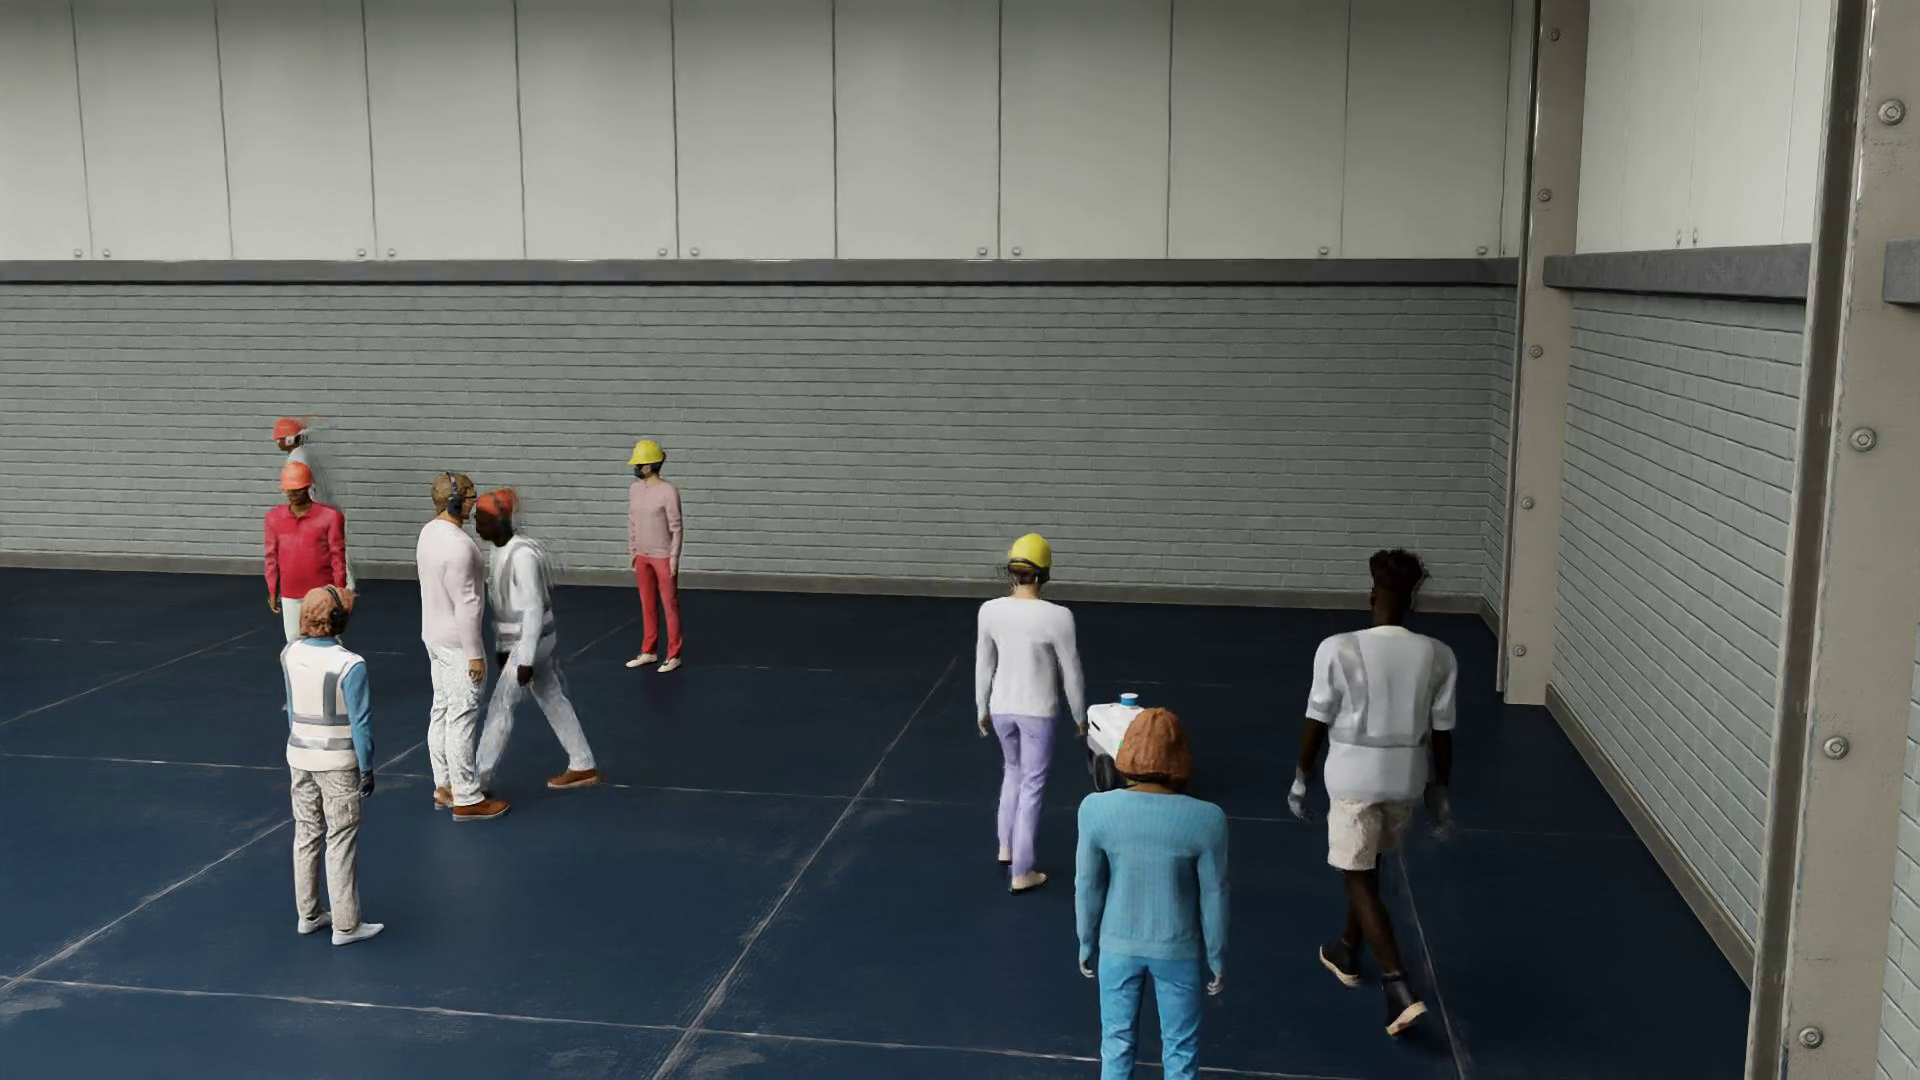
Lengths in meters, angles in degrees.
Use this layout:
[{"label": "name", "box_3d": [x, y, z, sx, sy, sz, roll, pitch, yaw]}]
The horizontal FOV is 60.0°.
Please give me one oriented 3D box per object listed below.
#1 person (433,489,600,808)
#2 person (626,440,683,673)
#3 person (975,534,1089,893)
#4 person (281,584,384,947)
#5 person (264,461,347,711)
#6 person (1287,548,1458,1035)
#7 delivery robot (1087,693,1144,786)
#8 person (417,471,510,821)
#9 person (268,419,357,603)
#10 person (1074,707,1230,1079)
[{"label": "person", "box_3d": [-2.517, 0.606, 9.433, 0.982, 1.822, 0.633, -4, 10, -25]}, {"label": "person", "box_3d": [-2.316, 0.124, 12.583, 0.526, 1.765, 0.329, 7, 11, 36]}, {"label": "person", "box_3d": [0.356, 0.843, 8.213, 0.545, 1.751, 0.565, 6, 11, 33]}, {"label": "person", "box_3d": [-2.845, 1.013, 7.515, 0.508, 1.629, 0.318, 5, 10, 27]}, {"label": "person", "box_3d": [-4.499, 0.322, 11.434, 0.560, 1.742, 0.359, 0, 9, -1]}, {"label": "person", "box_3d": [1.716, 0.996, 6.751, 0.630, 1.918, 0.935, -2, 9, -14]}, {"label": "delivery robot", "box_3d": [0.987, 1.141, 9.730, 0.477, 0.478, 0.707, -2, 9, -11]}, {"label": "person", "box_3d": [-2.784, 0.582, 9.223, 0.373, 1.940, 0.630, -7, 11, -35]}, {"label": "person", "box_3d": [-5.963, -0.275, 15.295, 0.760, 1.695, 0.582, -2, 9, -11]}, {"label": "person", "box_3d": [0.624, 1.348, 5.434, 0.503, 1.631, 0.283, 3, 10, 16]}]
